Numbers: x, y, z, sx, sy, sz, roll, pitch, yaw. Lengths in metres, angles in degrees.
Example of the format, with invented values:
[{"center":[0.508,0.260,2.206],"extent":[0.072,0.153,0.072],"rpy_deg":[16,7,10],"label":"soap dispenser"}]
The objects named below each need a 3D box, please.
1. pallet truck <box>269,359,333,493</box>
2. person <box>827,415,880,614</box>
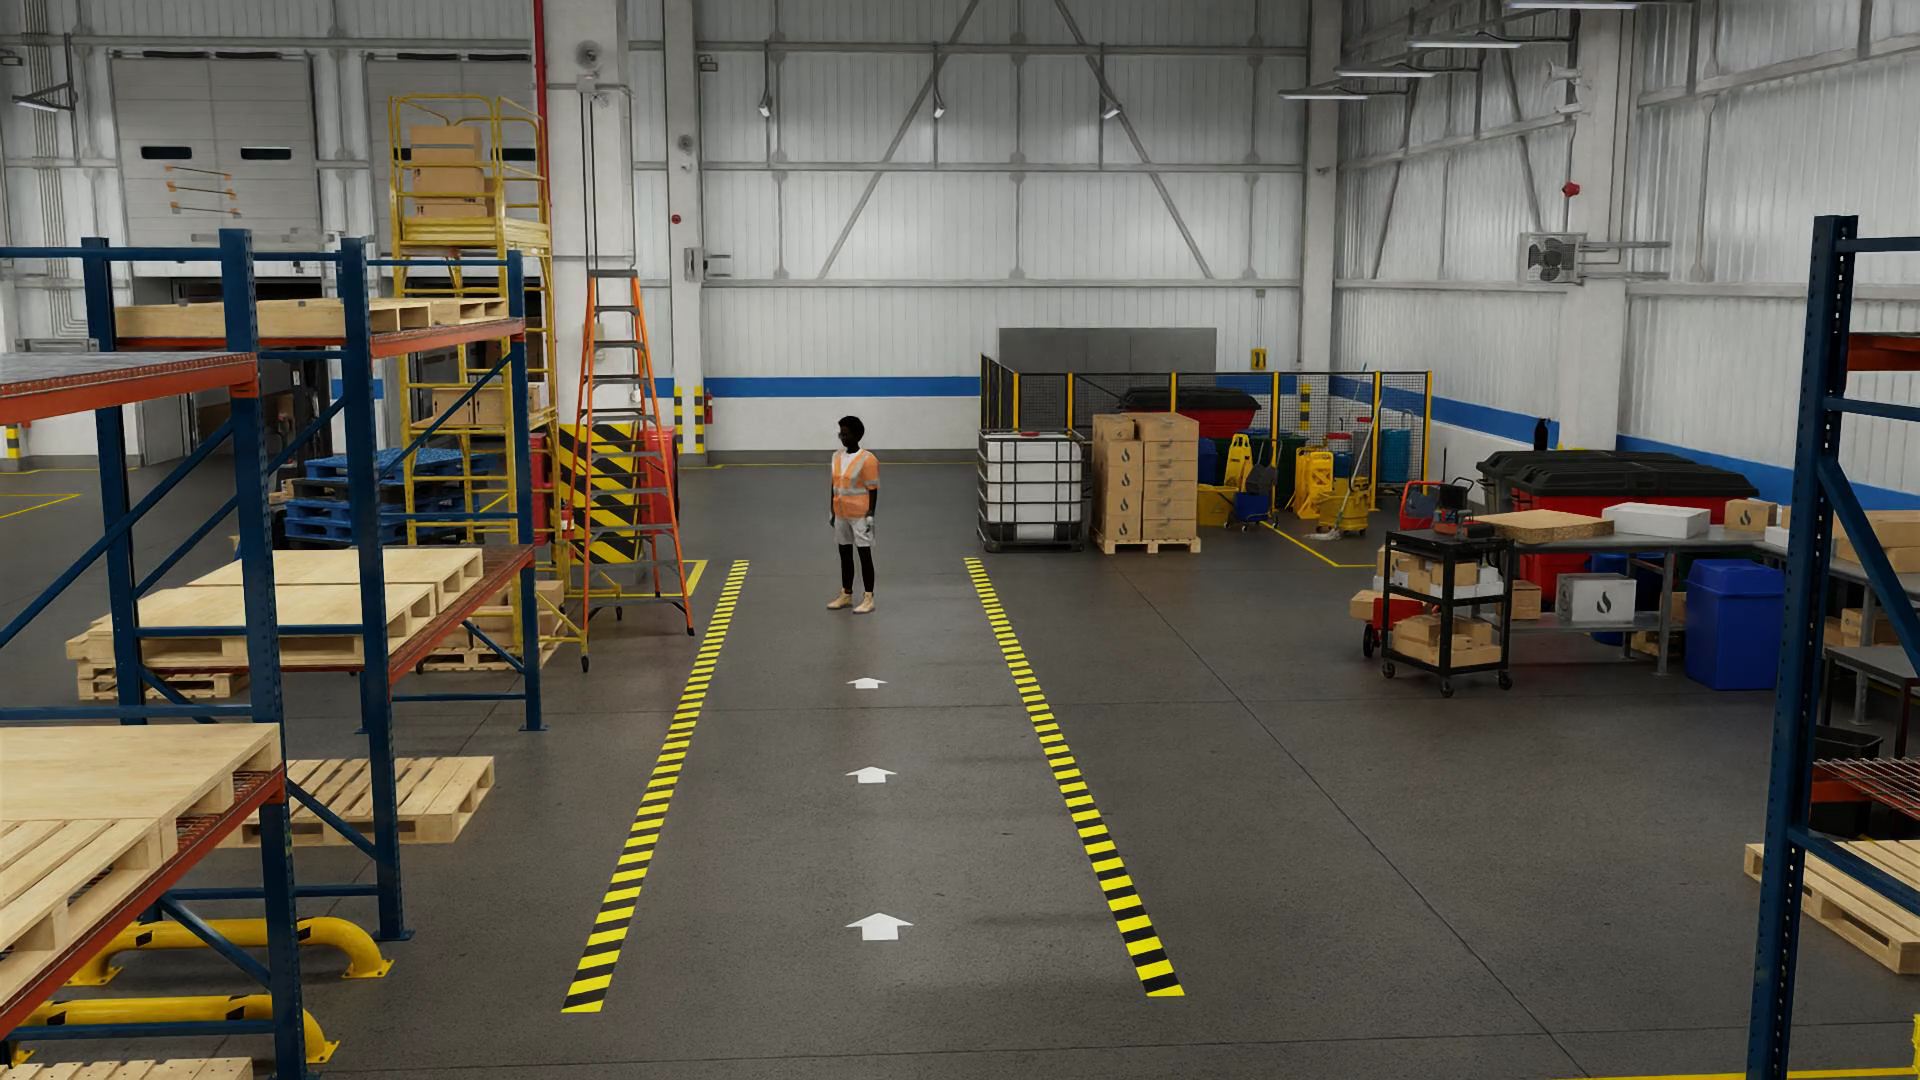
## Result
[{"center":[-7.062,-1.131,18.996],"extent":[1.885,1.965,0.823],"rpy_deg":[2,9,13],"label":"pallet truck"},{"center":[-0.917,-0.217,14.192],"extent":[0.541,1.696,0.315],"rpy_deg":[8,12,40],"label":"person"}]
